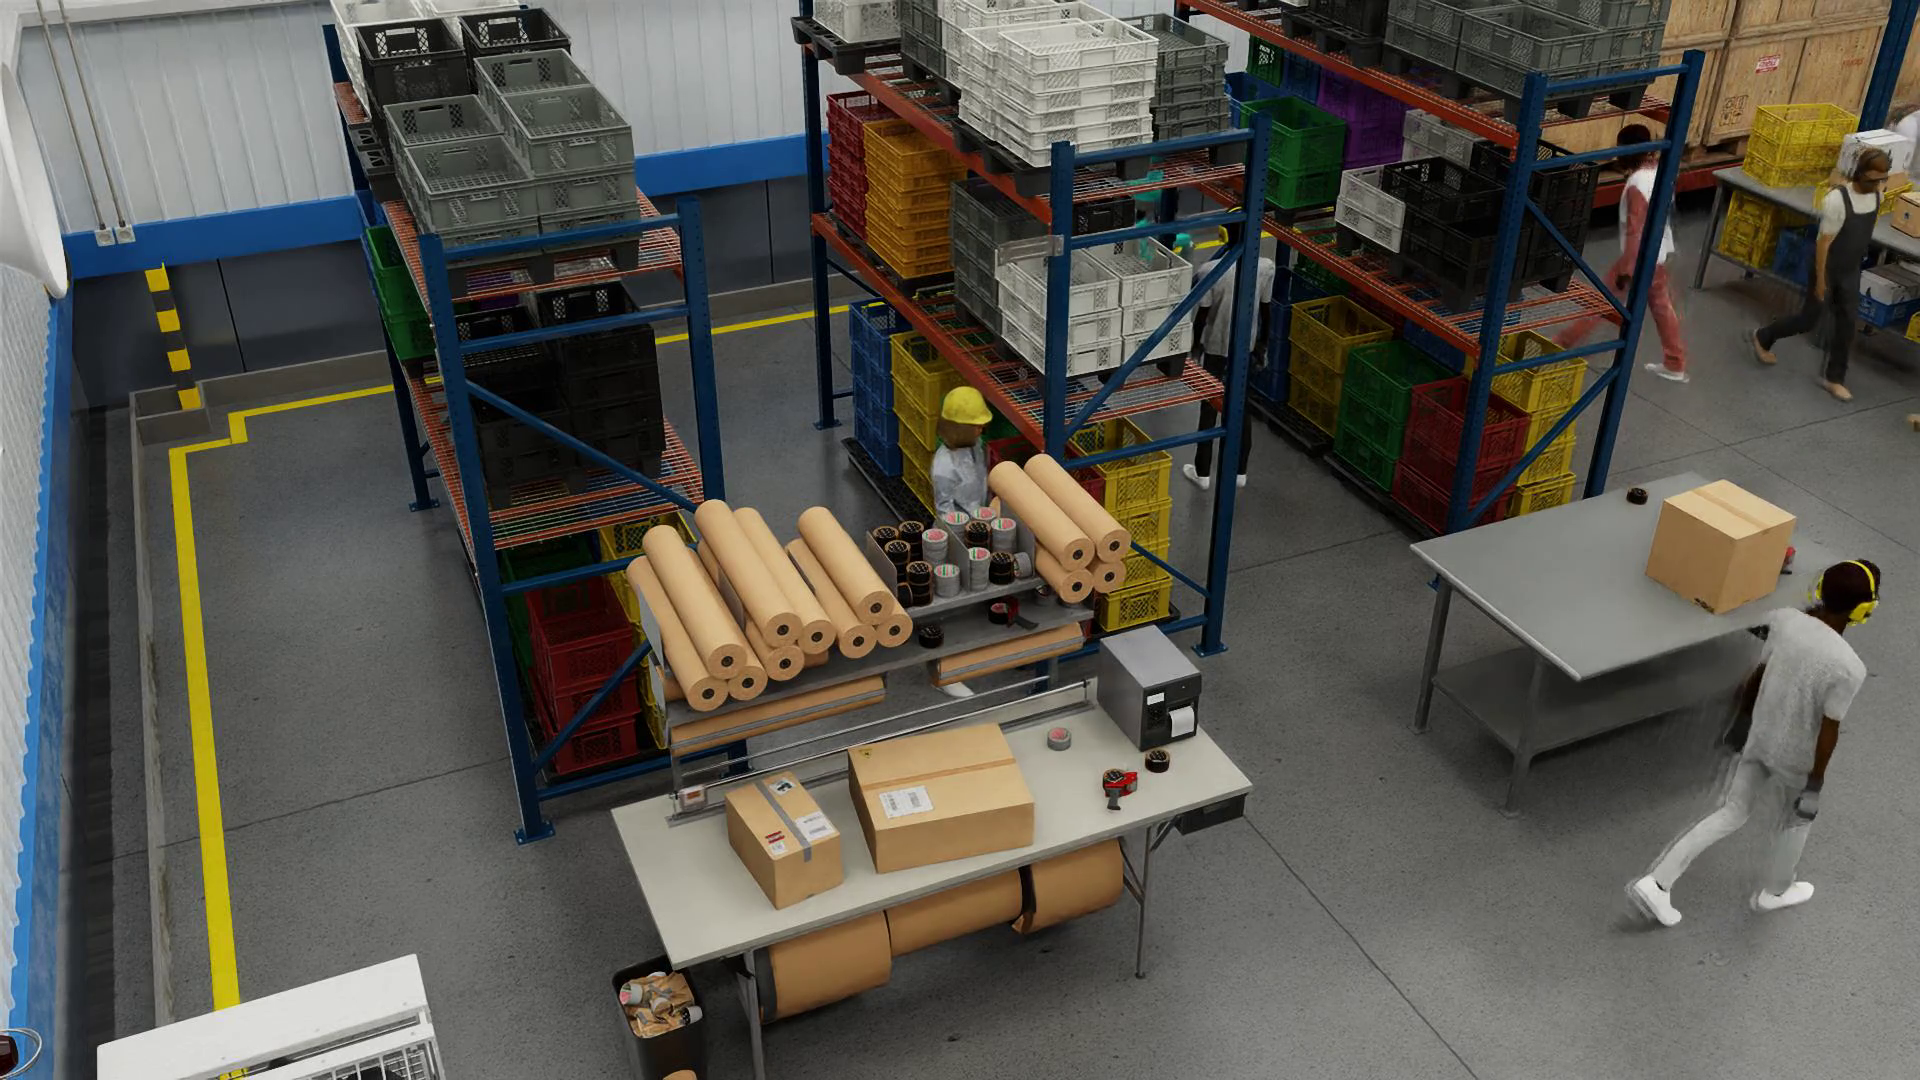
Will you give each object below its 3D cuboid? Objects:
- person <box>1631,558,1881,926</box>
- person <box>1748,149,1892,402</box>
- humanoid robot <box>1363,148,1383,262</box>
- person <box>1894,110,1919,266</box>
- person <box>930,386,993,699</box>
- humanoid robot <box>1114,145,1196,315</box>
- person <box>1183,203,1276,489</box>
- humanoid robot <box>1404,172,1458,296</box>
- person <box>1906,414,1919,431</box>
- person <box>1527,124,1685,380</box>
[{"bbox_3d":[3.416,0.900,7.035,0.876,1.823,0.530,-11,33,-17],"label":"person"},{"bbox_3d":[6.045,-1.906,11.613,0.514,1.798,0.775,-10,33,-15],"label":"person"},{"bbox_3d":[3.379,-2.692,13.031,0.834,1.879,0.545,-10,33,-15],"label":"humanoid robot"},{"bbox_3d":[7.128,-2.640,12.621,0.638,1.997,1.013,-10,33,-16],"label":"person"},{"bbox_3d":[0.013,-0.004,8.569,0.309,1.744,0.486,11,33,18],"label":"person"},{"bbox_3d":[1.501,-2.394,12.504,0.558,1.755,1.043,23,39,33],"label":"humanoid robot"},{"bbox_3d":[1.683,-1.187,10.382,0.508,1.860,0.320,-5,32,-9],"label":"person"},{"bbox_3d":[3.389,-1.971,11.825,0.589,1.645,0.332,-12,34,-19],"label":"humanoid robot"},{"bbox_3d":[6.611,-1.369,10.723,0.639,1.805,0.787,-26,40,-35],"label":"person"},{"bbox_3d":[4.764,-2.035,11.807,1.149,1.804,0.602,20,37,29],"label":"person"}]
